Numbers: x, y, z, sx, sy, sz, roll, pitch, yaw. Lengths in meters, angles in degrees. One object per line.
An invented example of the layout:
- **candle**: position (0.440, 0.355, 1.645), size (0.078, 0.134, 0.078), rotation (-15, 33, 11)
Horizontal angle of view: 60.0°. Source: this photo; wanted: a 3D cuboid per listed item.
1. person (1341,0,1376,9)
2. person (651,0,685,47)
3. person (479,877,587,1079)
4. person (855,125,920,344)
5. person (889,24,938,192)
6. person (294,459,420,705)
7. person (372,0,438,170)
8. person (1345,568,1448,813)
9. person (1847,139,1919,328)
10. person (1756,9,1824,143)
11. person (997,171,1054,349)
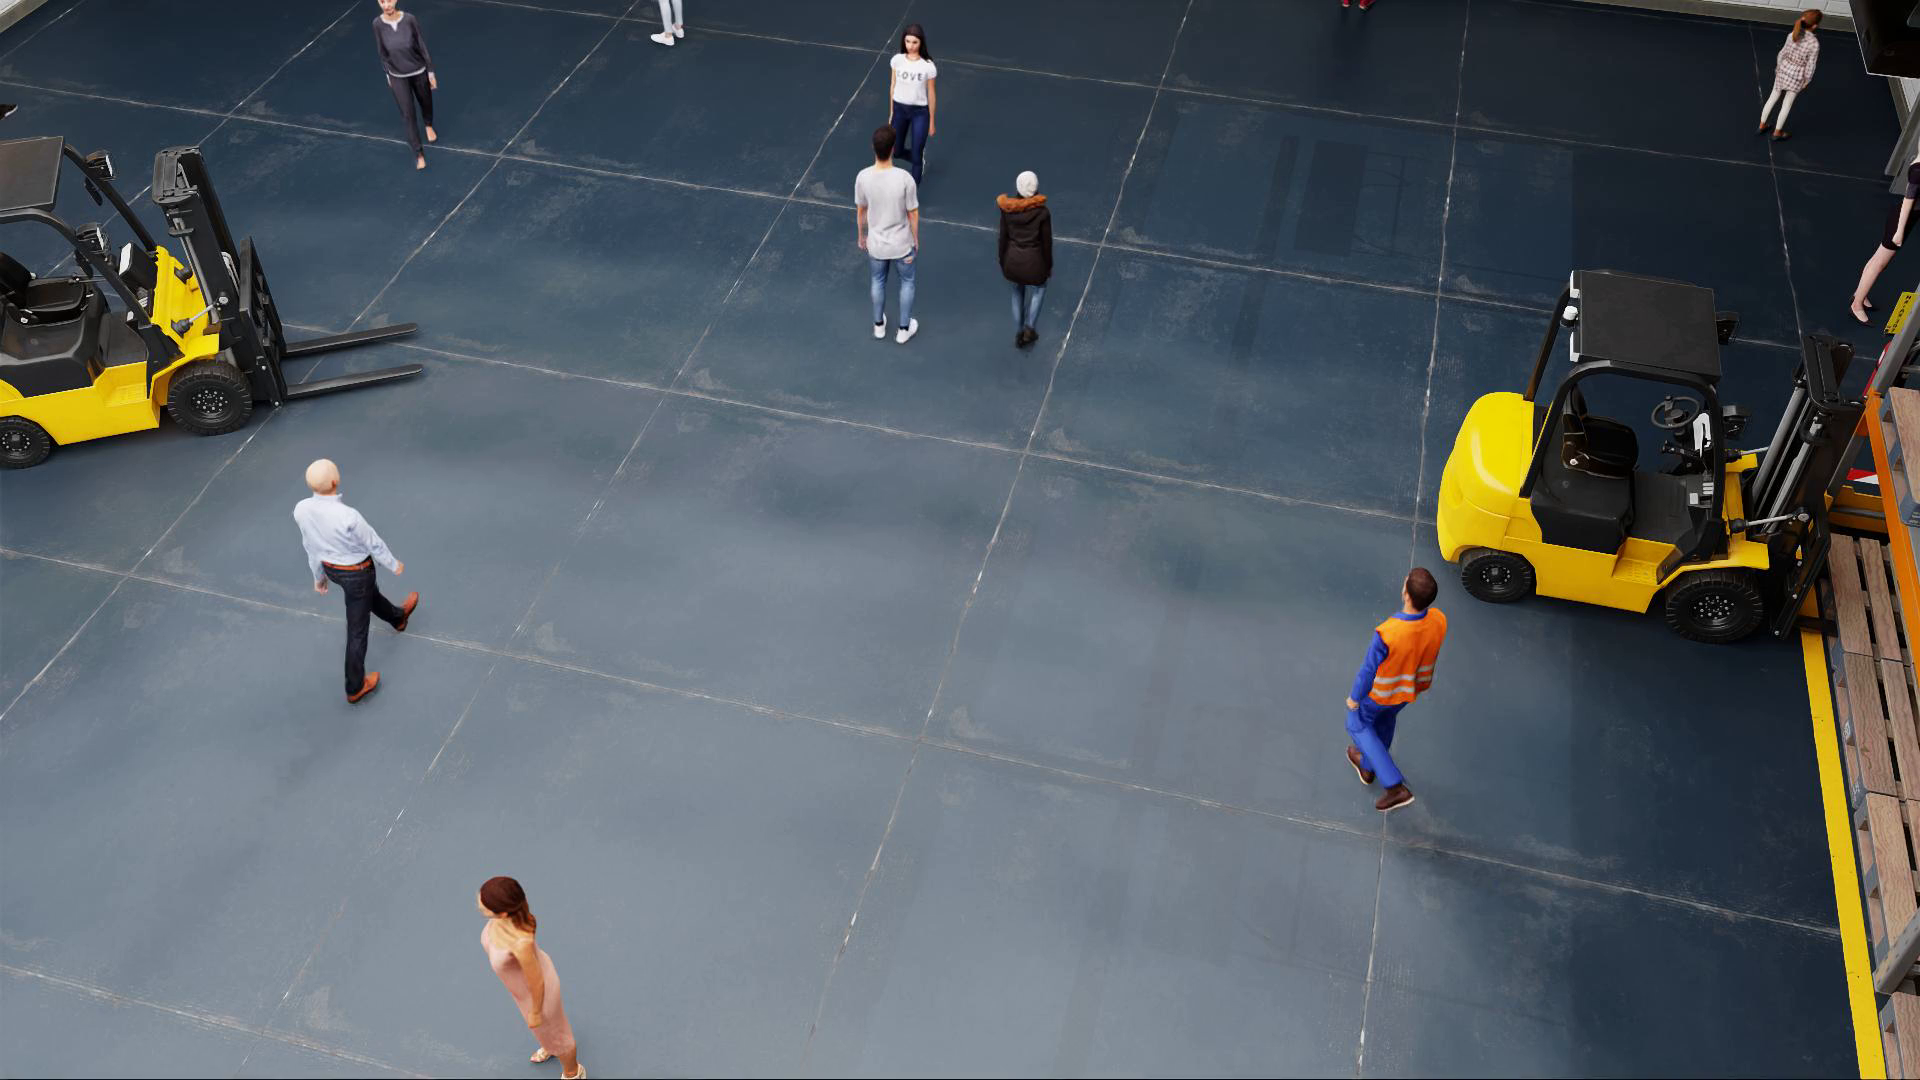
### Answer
- **person**: position (4.422, -6.617, 17.961), size (0.657, 1.755, 0.562), rotation (12, 45, 13)
- **person**: position (-3.115, -6.043, 17.362), size (0.712, 1.751, 0.597), rotation (24, 49, 23)
- **person**: position (-2.194, 2.280, 8.566), size (0.720, 1.832, 0.653), rotation (-20, 47, -20)
- **person**: position (-0.572, -2.442, 13.493), size (0.676, 1.874, 0.591), rotation (10, 44, 10)
- **person**: position (-0.416, -3.861, 15.061), size (0.632, 1.765, 0.818), rotation (14, 45, 14)
- **person**: position (-3.951, 0.298, 10.712), size (0.734, 1.742, 1.230), rotation (15, 46, 15)
- **person**: position (-5.220, -4.466, 15.753), size (0.998, 1.687, 1.169), rotation (-12, 45, -13)
- **person**: position (2.620, 0.944, 9.957), size (1.001, 1.848, 1.070), rotation (-19, 47, -19)
- **person**: position (7.757, -2.625, 13.717), size (0.693, 1.830, 0.537), rotation (24, 49, 23)
- **person**: position (8.030, -4.500, 16.061), size (0.657, 1.310, 0.605), rotation (-24, 49, -23)
- **person**: position (0.516, -2.217, 13.433), size (0.630, 1.630, 0.592), rotation (13, 45, 13)
